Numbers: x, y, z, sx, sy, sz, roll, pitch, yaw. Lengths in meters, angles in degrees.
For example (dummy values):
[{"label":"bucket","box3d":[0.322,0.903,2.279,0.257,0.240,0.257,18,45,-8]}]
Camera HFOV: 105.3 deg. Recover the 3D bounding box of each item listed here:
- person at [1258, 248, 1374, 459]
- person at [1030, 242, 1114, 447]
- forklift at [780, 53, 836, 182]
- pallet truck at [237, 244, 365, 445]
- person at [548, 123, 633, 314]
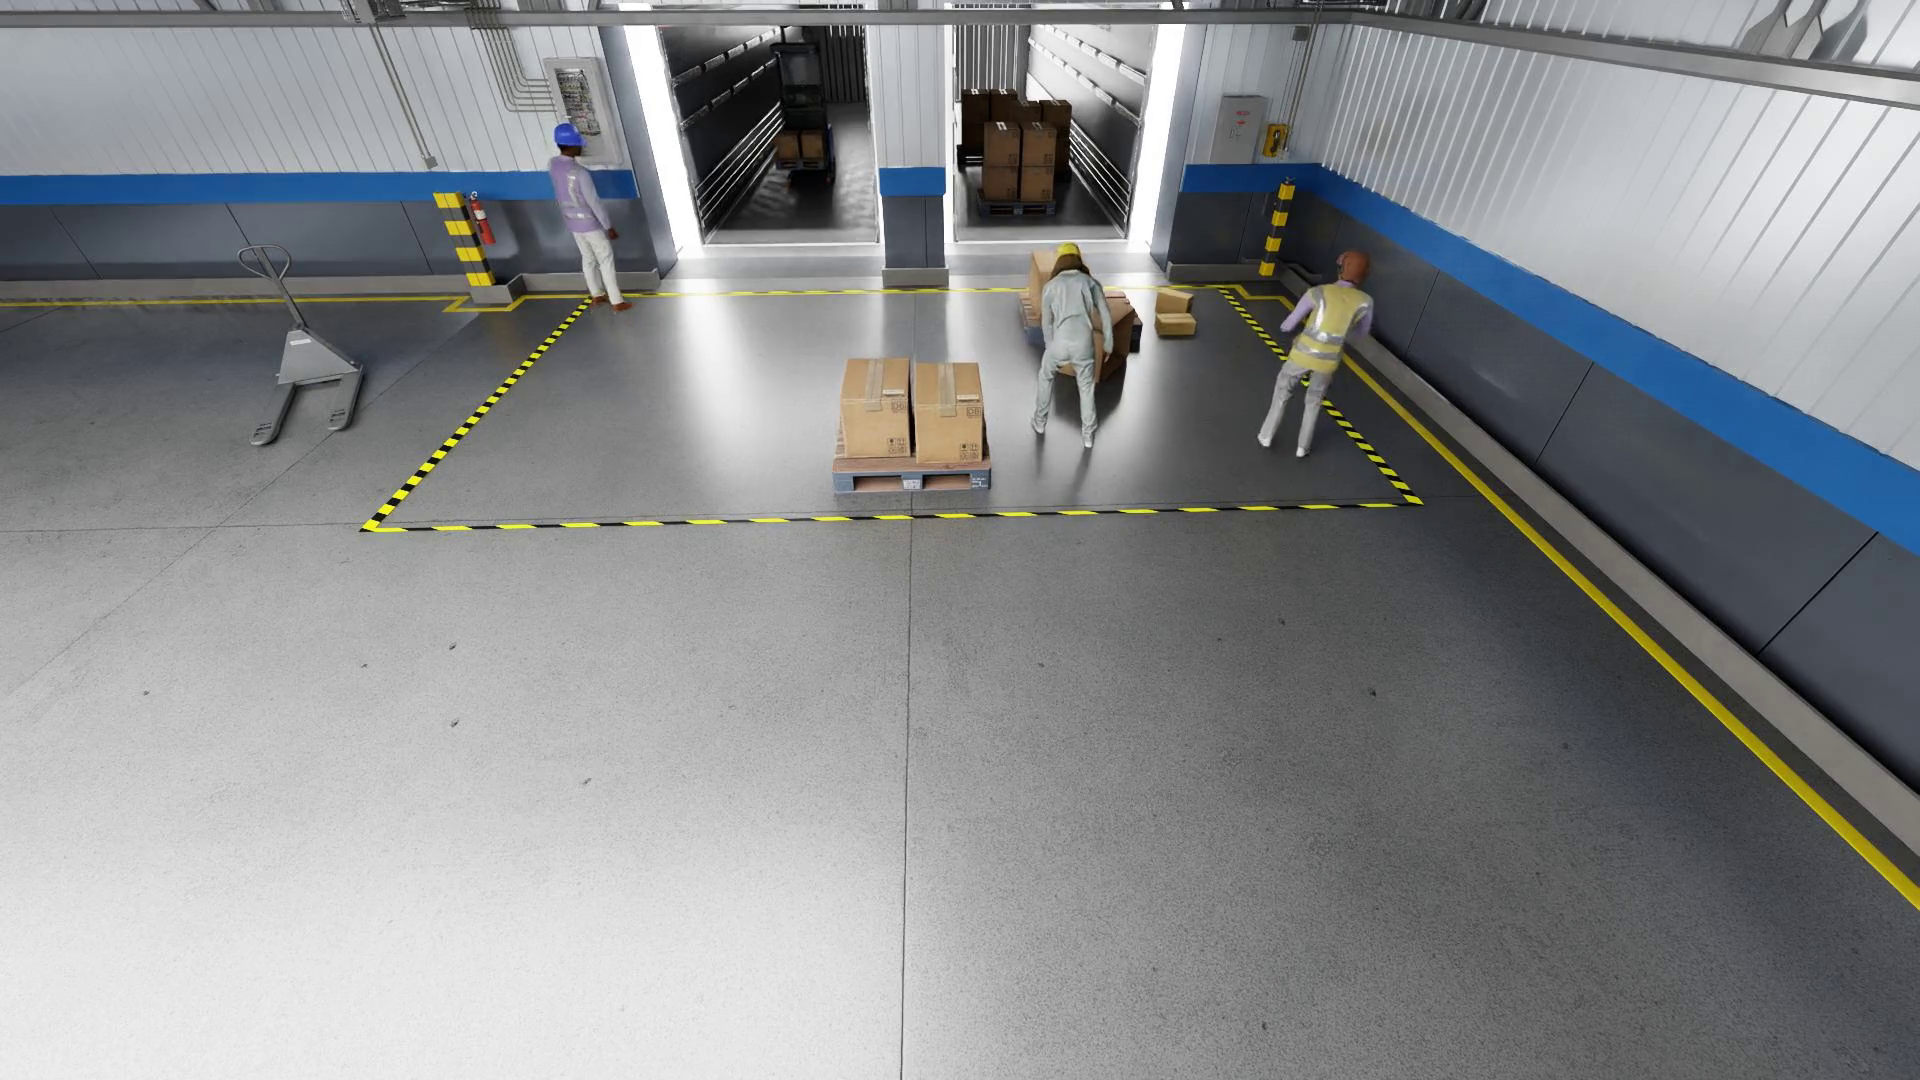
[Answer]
[{"label":"person","box3d":[2.764,-1.444,5.698,0.626,1.623,0.658,9,39,11]},{"label":"person","box3d":[0.921,-1.570,5.963,0.605,1.495,0.730,0,38,0]},{"label":"forklift","box3d":[-2.753,-7.767,13.326,0.716,2.013,0.776,-1,38,-2]},{"label":"pallet truck","box3d":[-5.915,-1.733,6.366,0.680,1.201,1.601,-18,42,-21]},{"label":"person","box3d":[-4.059,-3.451,7.986,0.649,1.928,0.426,23,44,26]}]
